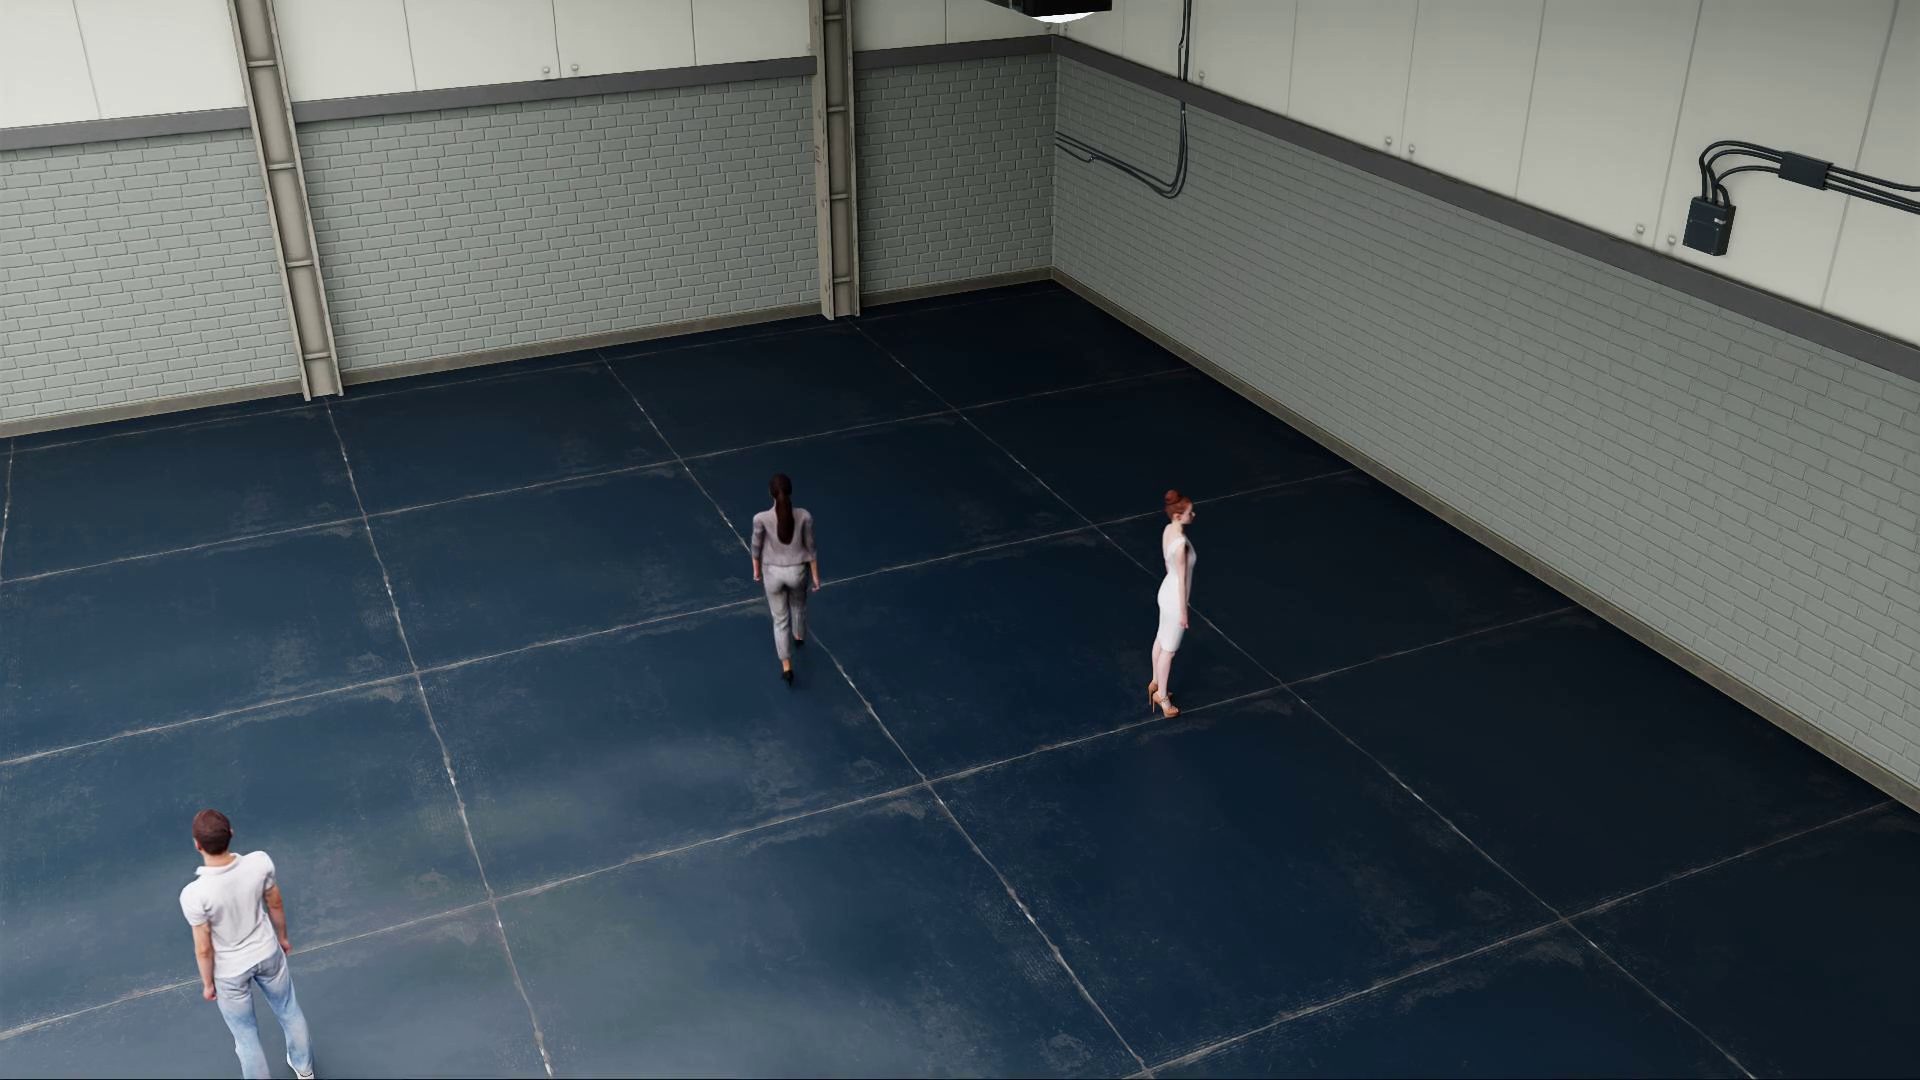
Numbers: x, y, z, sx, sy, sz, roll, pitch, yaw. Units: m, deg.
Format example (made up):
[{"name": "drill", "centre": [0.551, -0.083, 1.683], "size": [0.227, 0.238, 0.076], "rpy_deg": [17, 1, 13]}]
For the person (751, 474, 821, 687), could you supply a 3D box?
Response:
[{"name": "person", "centre": [-1.298, 0.333, 12.453], "size": [0.958, 1.647, 0.858], "rpy_deg": [-5, 28, -10]}]

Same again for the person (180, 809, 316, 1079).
[{"name": "person", "centre": [-3.703, 2.184, 8.635], "size": [0.784, 1.851, 0.651], "rpy_deg": [19, 33, 32]}]

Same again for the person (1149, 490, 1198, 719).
[{"name": "person", "centre": [1.538, 0.454, 12.059], "size": [0.609, 1.793, 0.639], "rpy_deg": [-2, 27, -3]}]
